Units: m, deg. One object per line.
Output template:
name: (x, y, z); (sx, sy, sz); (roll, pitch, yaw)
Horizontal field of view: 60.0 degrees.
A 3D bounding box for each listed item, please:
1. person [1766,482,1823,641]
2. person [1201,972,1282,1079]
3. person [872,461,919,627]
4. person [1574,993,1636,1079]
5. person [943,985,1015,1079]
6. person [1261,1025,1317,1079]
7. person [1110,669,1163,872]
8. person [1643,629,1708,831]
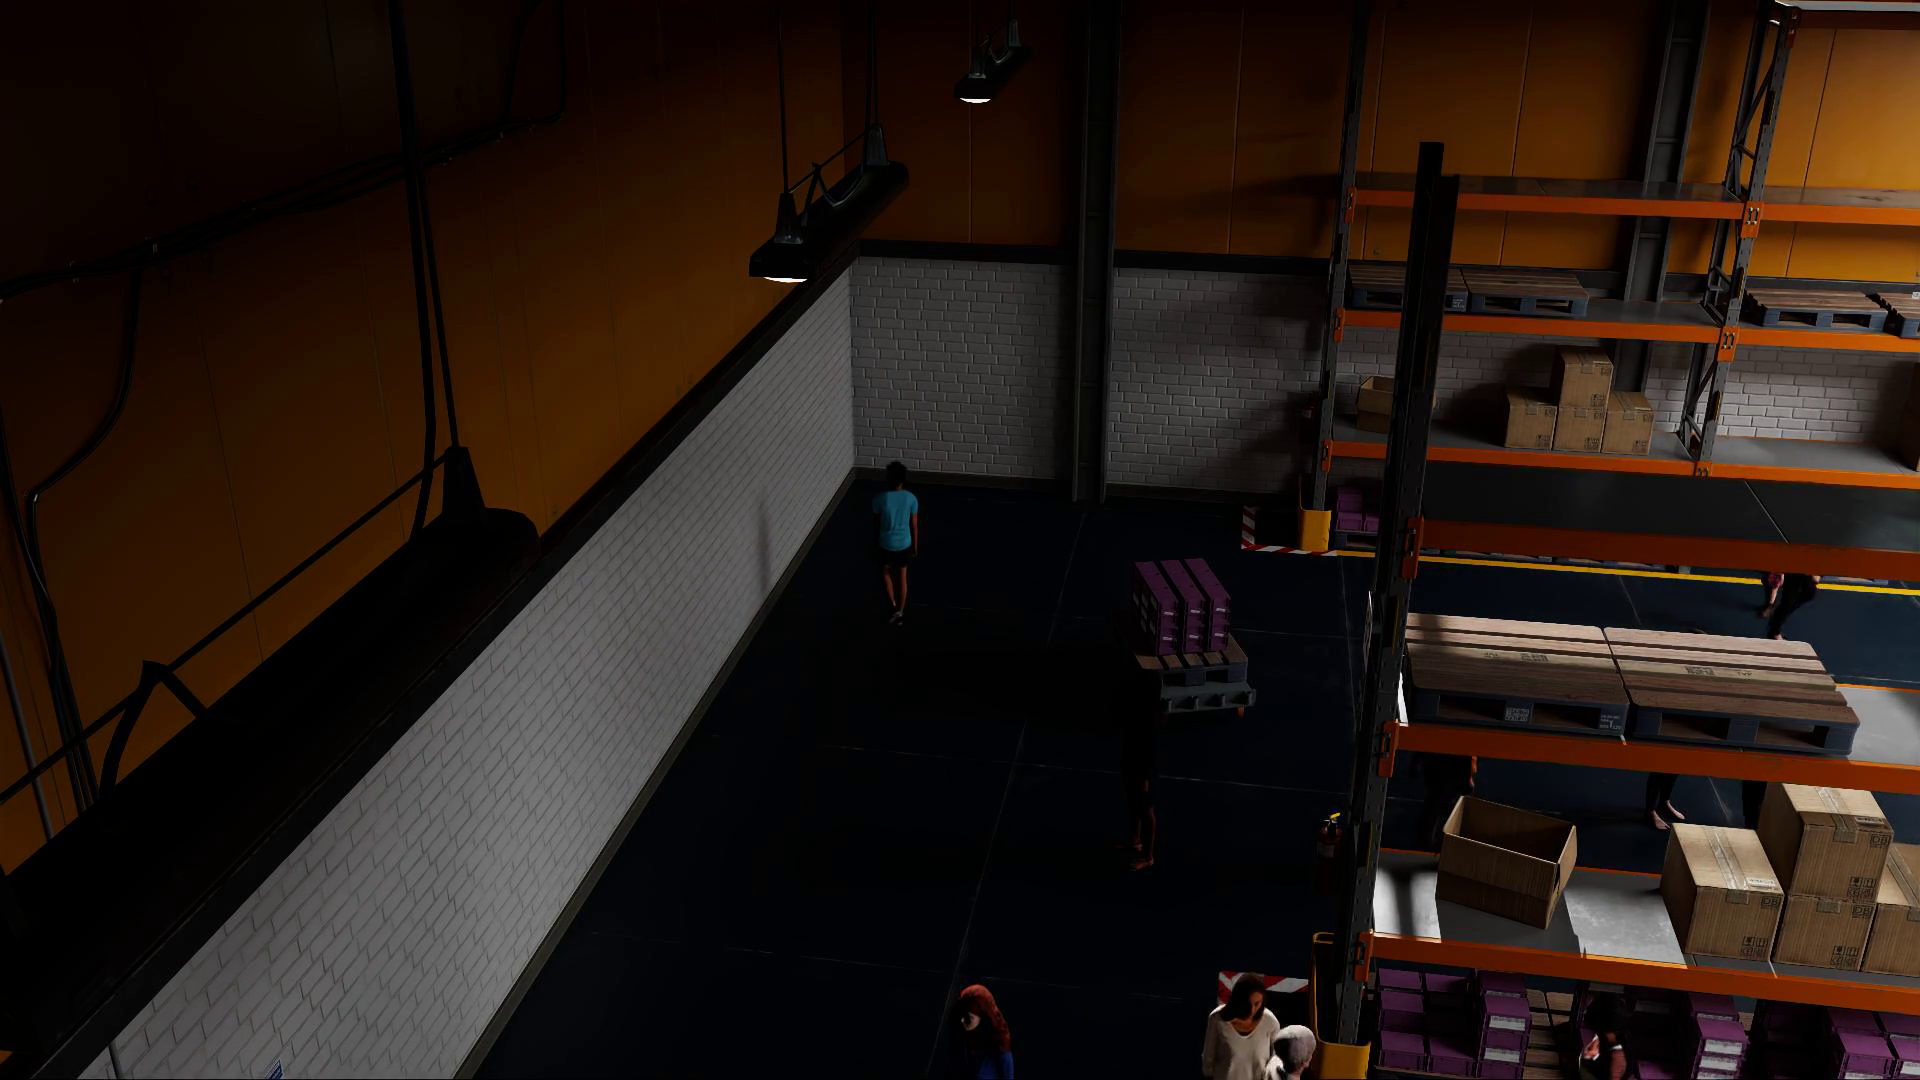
person: (8.185, 0.246, 16.413); (0.705, 1.784, 0.697); (13, 27, 28)
person: (1.679, 3.196, 9.842); (1.005, 1.643, 0.734); (3, 24, 6)
person: (-0.642, 0.087, 16.800); (0.779, 1.767, 0.821); (-4, 24, -9)
person: (3.720, 3.349, 9.422); (1.184, 1.700, 0.755); (10, 25, 21)
person: (0.109, 3.276, 9.431); (0.667, 1.827, 0.773); (18, 29, 35)
person: (1.681, 3.411, 9.240); (0.965, 1.731, 0.661); (3, 24, 6)
person: (1.405, 1.773, 13.002); (0.665, 1.719, 0.685); (-7, 24, -15)
person: (5.867, 1.512, 13.559); (0.671, 1.752, 0.730); (-16, 28, -32)
